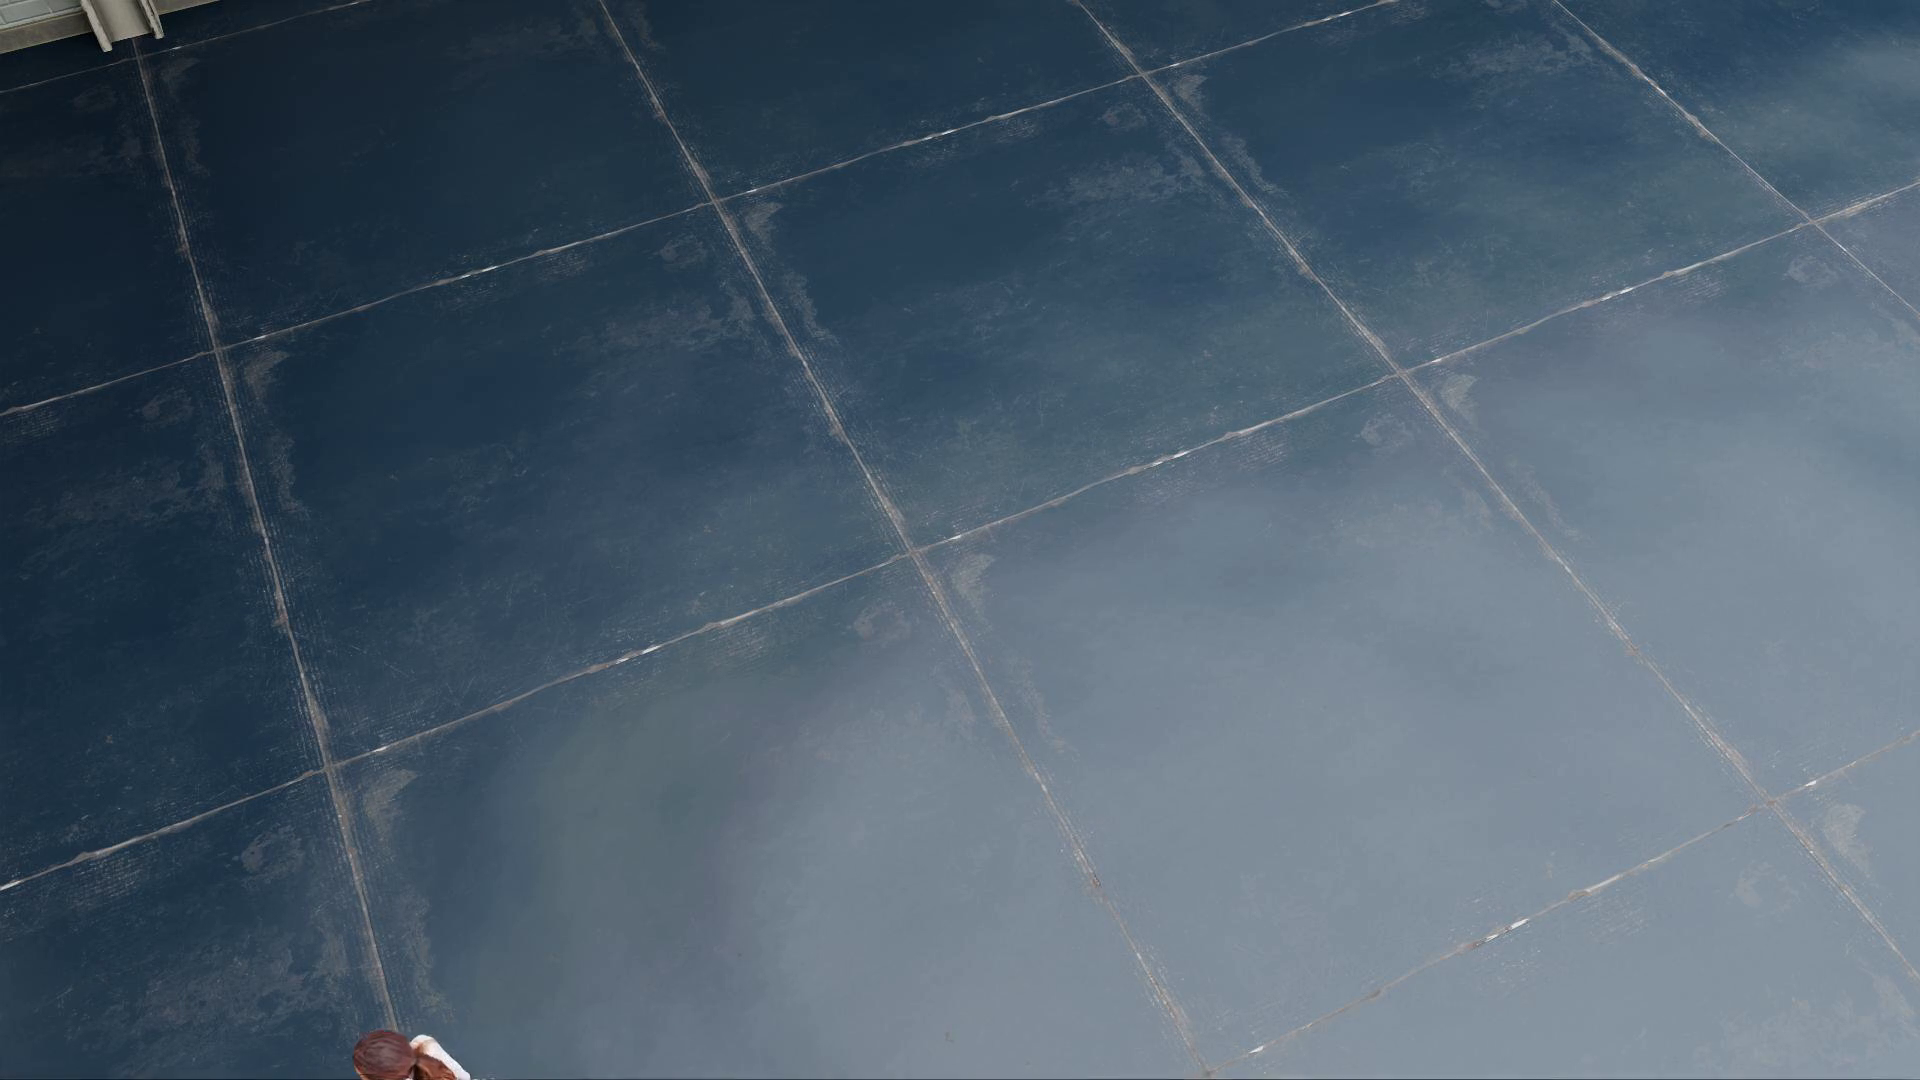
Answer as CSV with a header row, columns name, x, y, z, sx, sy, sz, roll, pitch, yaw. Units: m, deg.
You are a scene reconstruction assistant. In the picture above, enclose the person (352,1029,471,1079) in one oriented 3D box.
name,x,y,z,sx,sy,sz,roll,pitch,yaw
person,-1.775,2.128,6.004,1.069,1.526,0.812,0,52,0
